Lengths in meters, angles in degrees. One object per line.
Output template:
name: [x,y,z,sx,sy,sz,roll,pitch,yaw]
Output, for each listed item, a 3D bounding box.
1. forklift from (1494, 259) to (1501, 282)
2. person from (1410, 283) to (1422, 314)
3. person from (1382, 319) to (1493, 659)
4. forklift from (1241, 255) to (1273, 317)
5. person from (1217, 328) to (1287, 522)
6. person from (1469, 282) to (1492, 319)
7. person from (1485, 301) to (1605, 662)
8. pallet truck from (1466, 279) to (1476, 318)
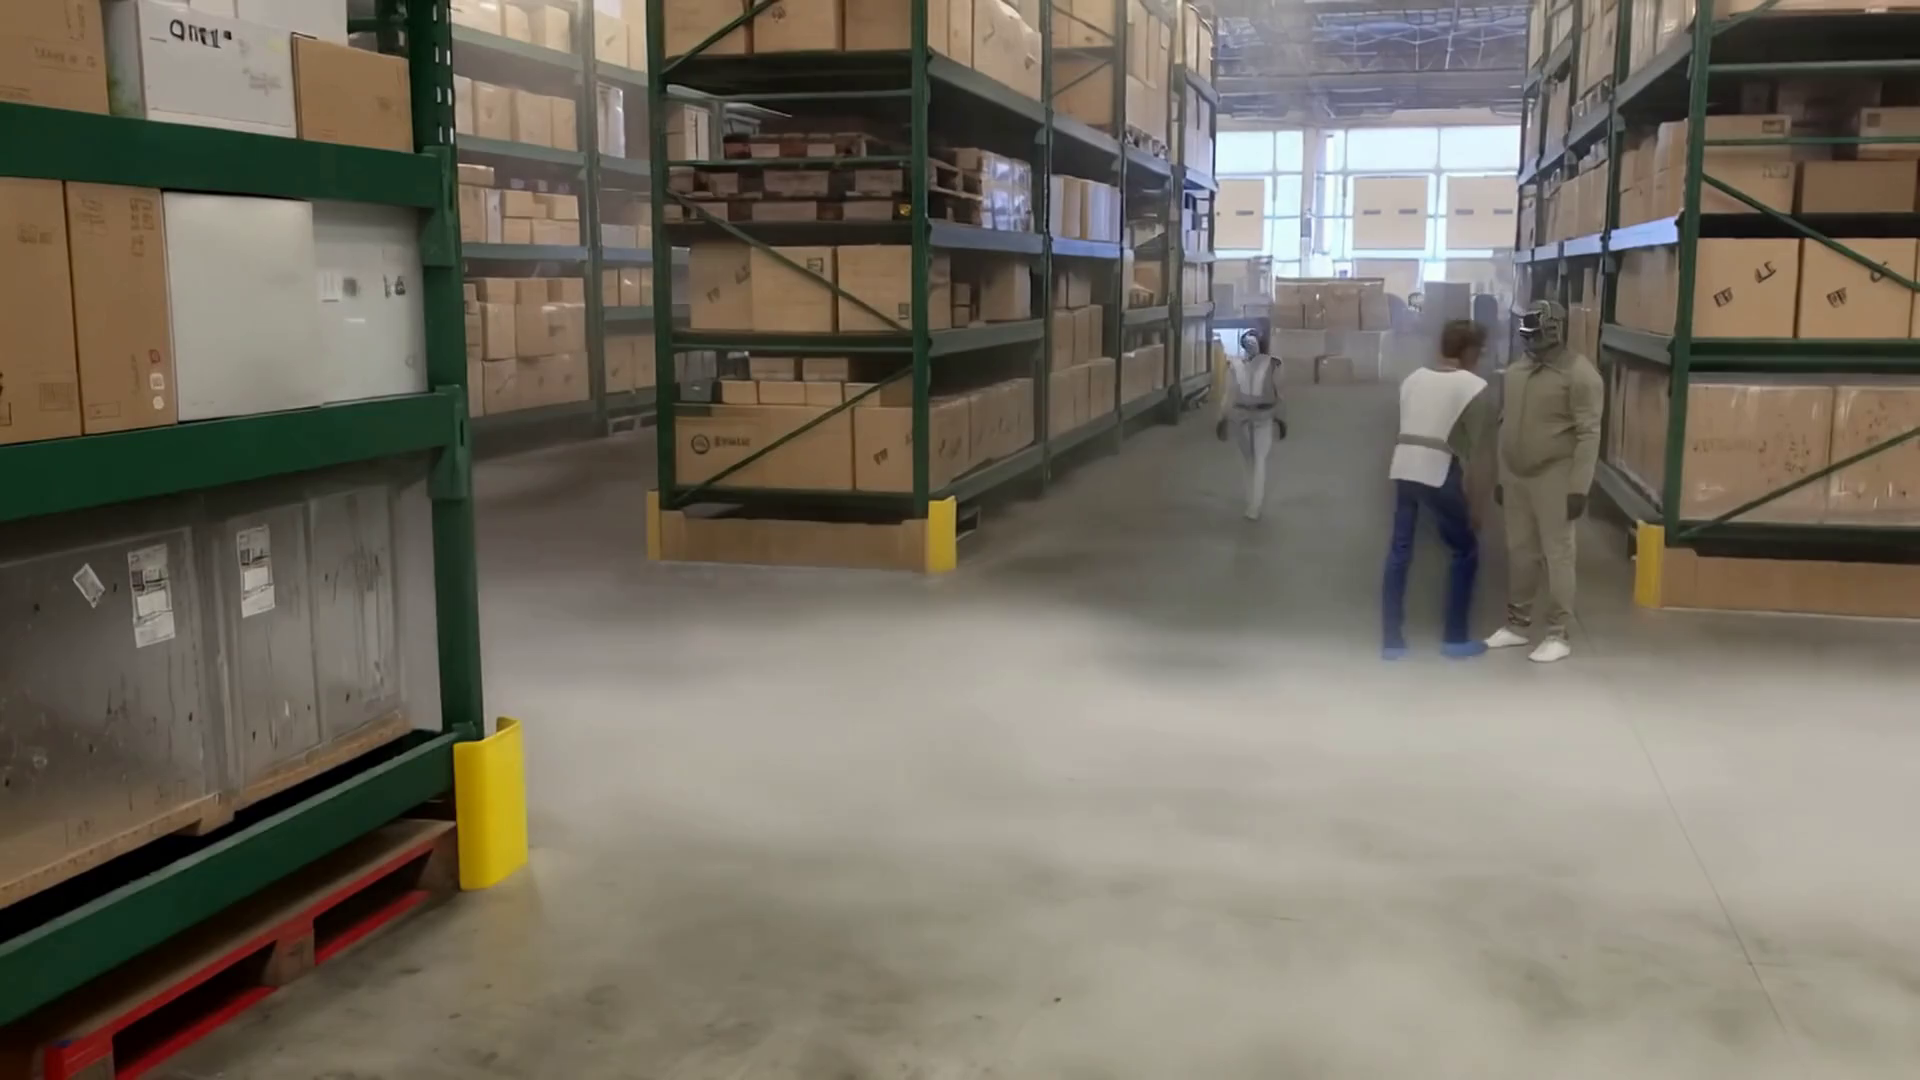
forklift: [16.034,-7.060,48.626,1.129,2.768,1.873,1,9,9]
person: [15.320,-7.752,56.227,0.526,1.865,0.615,-3,9,-18]
person: [2.542,-0.255,8.812,0.609,1.804,0.562,-7,11,-37]
forklift: [10.553,-8.661,58.801,1.129,2.768,1.873,2,9,15]
person: [2.394,-0.948,13.805,0.548,1.599,0.803,4,10,26]
person: [14.601,-6.278,46.716,0.645,1.918,0.596,0,9,-2]
person: [3.072,-0.310,8.836,0.399,1.905,0.643,-4,10,-25]
pallet truck: [18.896,-8.459,60.307,1.885,1.965,0.823,5,10,31]
